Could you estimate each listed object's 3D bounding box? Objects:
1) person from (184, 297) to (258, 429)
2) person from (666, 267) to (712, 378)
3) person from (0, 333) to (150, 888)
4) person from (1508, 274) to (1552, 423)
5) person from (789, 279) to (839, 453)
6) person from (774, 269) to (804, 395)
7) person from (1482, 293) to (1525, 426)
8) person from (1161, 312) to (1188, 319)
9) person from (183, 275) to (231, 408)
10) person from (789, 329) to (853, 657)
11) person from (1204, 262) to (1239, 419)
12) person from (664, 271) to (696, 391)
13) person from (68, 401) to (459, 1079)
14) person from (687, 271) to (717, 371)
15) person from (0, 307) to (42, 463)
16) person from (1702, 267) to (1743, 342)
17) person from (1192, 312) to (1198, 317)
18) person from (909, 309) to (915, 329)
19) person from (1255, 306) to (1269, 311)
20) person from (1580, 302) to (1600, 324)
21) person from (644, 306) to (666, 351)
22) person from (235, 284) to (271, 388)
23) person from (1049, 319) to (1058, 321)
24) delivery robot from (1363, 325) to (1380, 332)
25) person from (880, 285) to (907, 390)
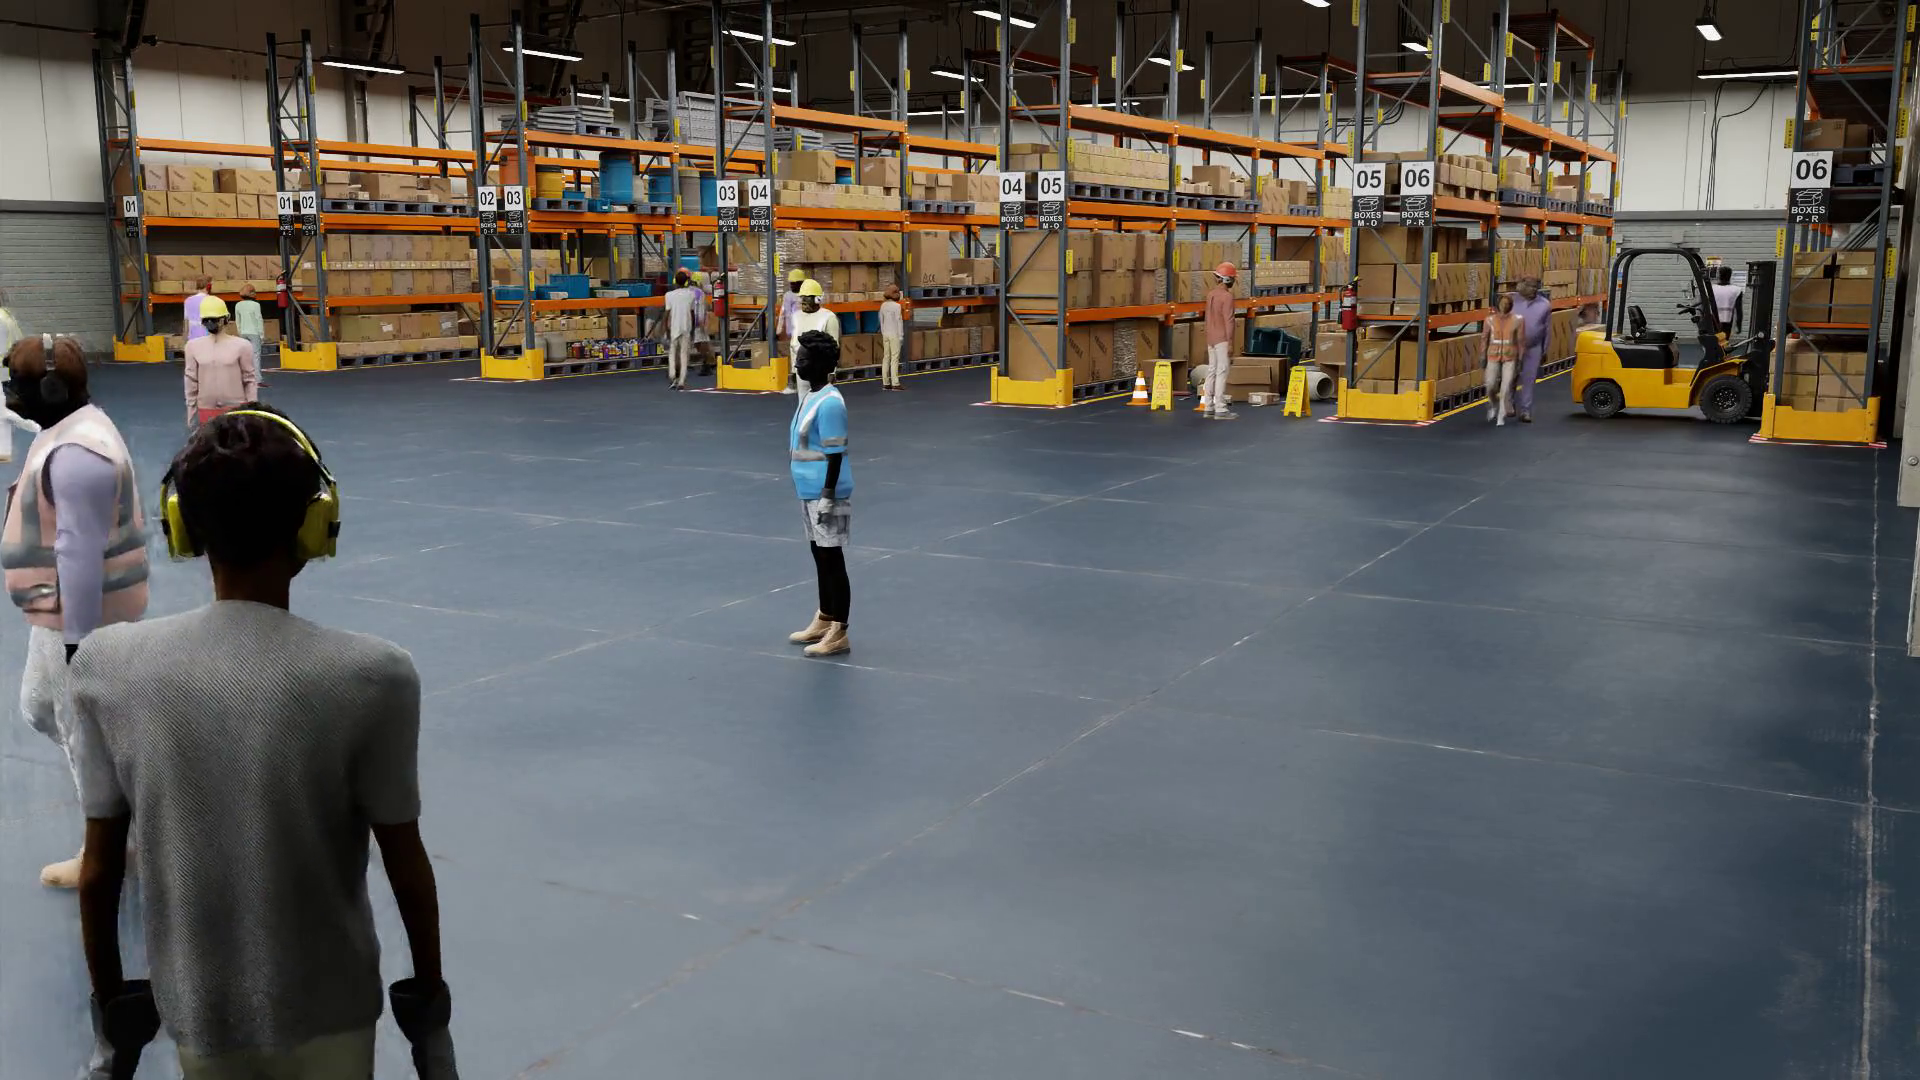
[{"bbox_3d":[-5.812,-1.019,13.112,0.540,1.766,0.429,-2,10,-10],"label":"person"},{"bbox_3d":[-4.656,-3.739,28.584,0.548,1.895,0.973,6,11,31],"label":"person"},{"bbox_3d":[-2.907,0.235,5.484,0.436,1.825,0.650,-5,11,-28],"label":"person"},{"bbox_3d":[7.129,-2.441,21.079,0.662,1.866,0.926,2,10,11],"label":"person"},{"bbox_3d":[-1.539,-1.797,17.368,0.591,1.834,0.404,7,12,34],"label":"person"},{"bbox_3d":[-2.454,-3.168,25.250,0.594,1.888,0.914,7,12,36],"label":"person"},{"bbox_3d":[6.648,-2.207,20.374,0.518,1.625,0.381,4,11,24],"label":"person"},{"bbox_3d":[3.981,-4.174,31.049,0.555,1.922,0.616,6,11,30],"label":"person"},{"bbox_3d":[-10.329,-2.743,22.987,0.580,1.805,0.903,4,10,21],"label":"person"},{"bbox_3d":[-0.726,-0.244,8.673,0.320,1.698,0.531,-3,10,-17],"label":"person"},{"bbox_3d":[3.346,-2.536,21.218,0.396,1.993,0.618,-3,10,-18],"label":"person"},{"bbox_3d":[-4.325,-3.222,25.685,0.510,1.840,0.575,-3,10,-18],"label":"person"},{"bbox_3d":[-1.044,0.719,2.553,0.546,1.860,0.380,0,10,-2],"label":"person"},{"bbox_3d":[-4.708,-3.961,30.156,0.621,1.785,0.898,9,13,42],"label":"person"},{"bbox_3d":[-9.498,-1.658,16.668,0.660,1.811,0.637,-6,11,-31],"label":"person"},{"bbox_3d":[12.971,-3.681,28.261,0.610,1.872,0.952,6,11,31],"label":"person"},{"bbox_3d":[4.883,-4.409,33.256,0.509,1.628,0.319,1,10,3],"label":"person"},{"bbox_3d":[-1.200,-5.140,37.266,0.540,1.708,0.923,5,11,26],"label":"person"},{"bbox_3d":[7.381,-5.758,40.324,0.557,1.905,0.745,-8,13,-40],"label":"person"},{"bbox_3d":[13.549,-4.990,35.892,0.652,1.887,0.609,-9,14,-44],"label":"person"},{"bbox_3d":[-6.191,-4.453,33.634,0.512,1.589,0.841,3,10,17],"label":"person"},{"bbox_3d":[-11.204,-3.223,26.298,0.497,1.634,0.287,3,10,19],"label":"person"},{"bbox_3d":[1.936,-4.272,32.051,0.523,1.769,0.315,6,11,31],"label":"person"},{"bbox_3d":[9.377,-4.629,37.407,0.707,0.478,0.477,-1,10,-9],"label":"delivery robot"},{"bbox_3d":[-1.043,-3.133,25.770,0.289,1.634,0.499,-8,13,-40],"label":"person"}]
